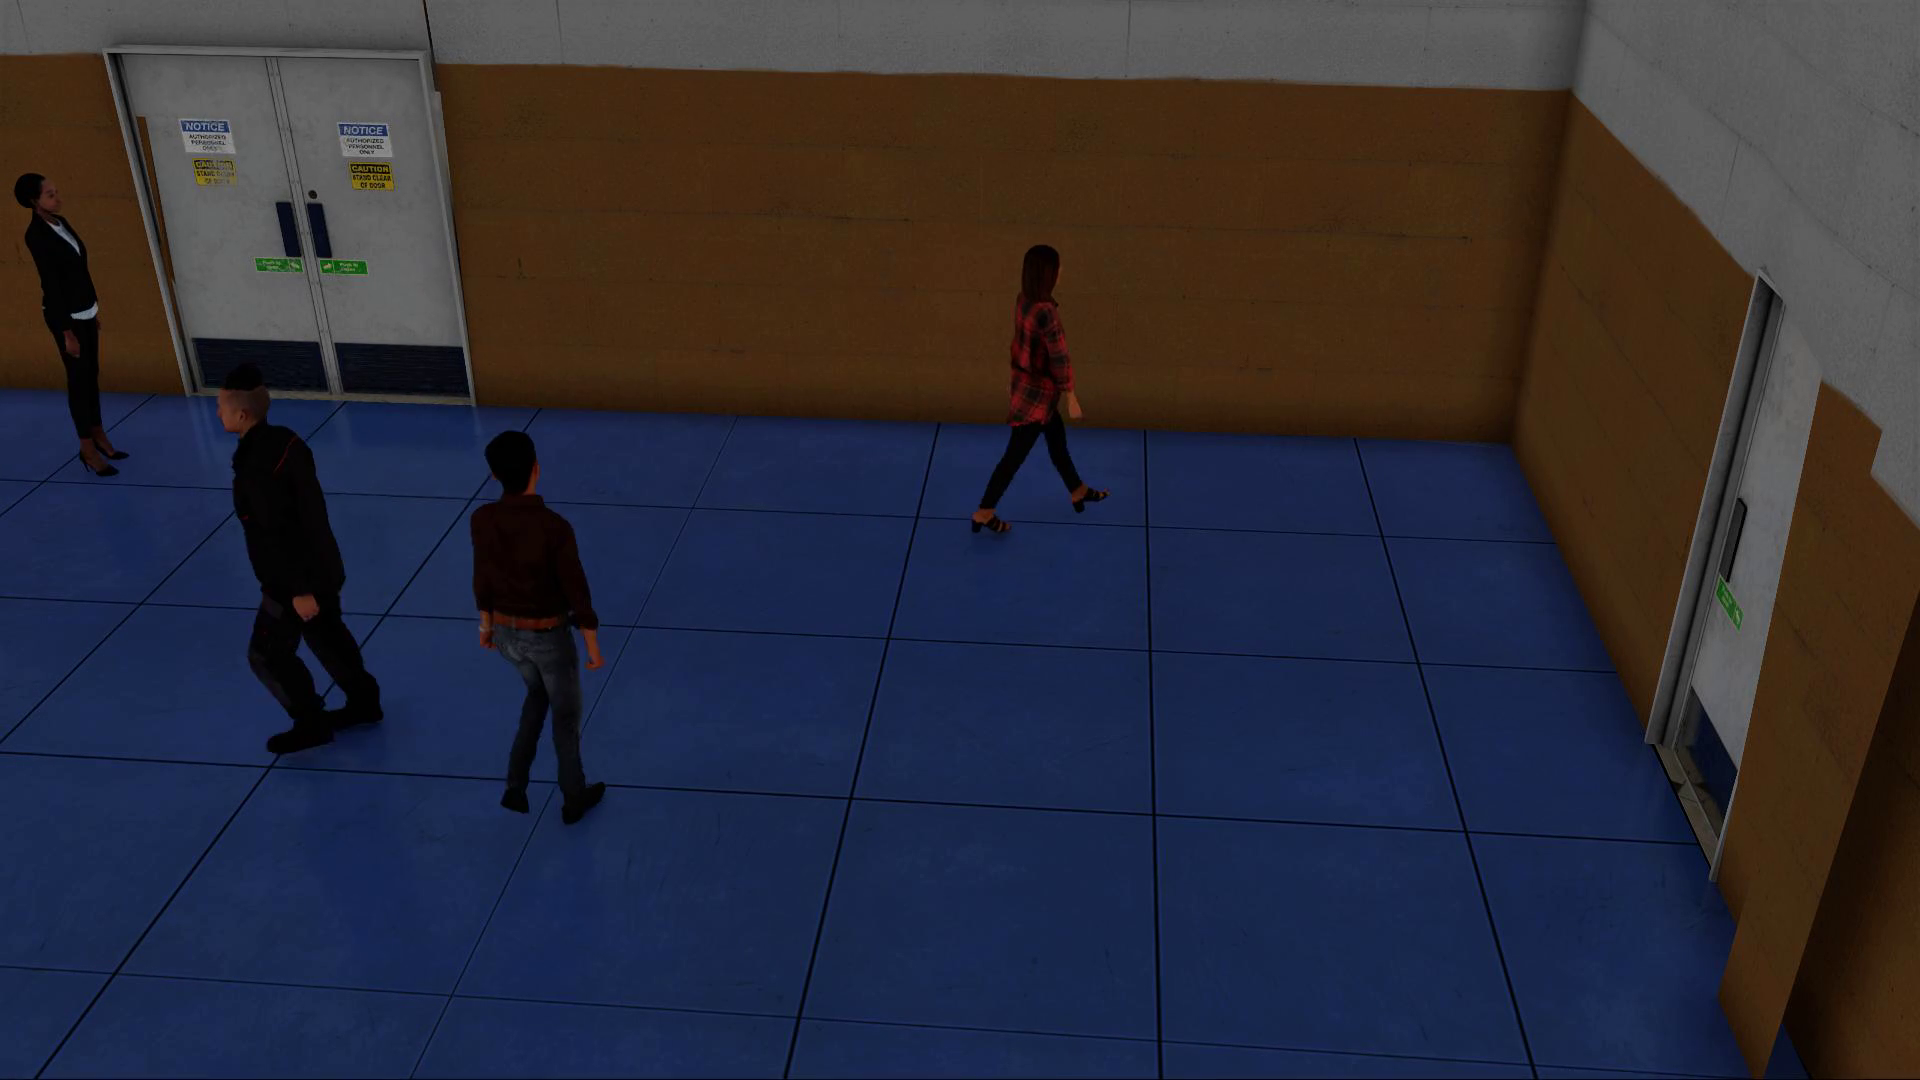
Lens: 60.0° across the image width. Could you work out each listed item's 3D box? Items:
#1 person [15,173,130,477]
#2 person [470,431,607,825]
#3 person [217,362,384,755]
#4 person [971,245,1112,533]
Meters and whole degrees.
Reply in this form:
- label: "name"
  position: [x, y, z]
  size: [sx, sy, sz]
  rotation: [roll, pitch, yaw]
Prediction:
- label: "person"
  position: [-5.250, -1.272, 9.848]
  size: [0.712, 1.834, 0.541]
  rotation: [-4, 29, -7]
- label: "person"
  position: [-1.792, 0.436, 6.799]
  size: [0.811, 1.758, 0.841]
  rotation: [11, 31, 20]
- label: "person"
  position: [-2.829, 0.094, 7.312]
  size: [0.958, 1.843, 0.798]
  rotation: [-5, 29, -10]
- label: "person"
  position: [0.335, -0.757, 9.097]
  size: [0.978, 1.649, 1.128]
  rotation: [-9, 30, -16]
